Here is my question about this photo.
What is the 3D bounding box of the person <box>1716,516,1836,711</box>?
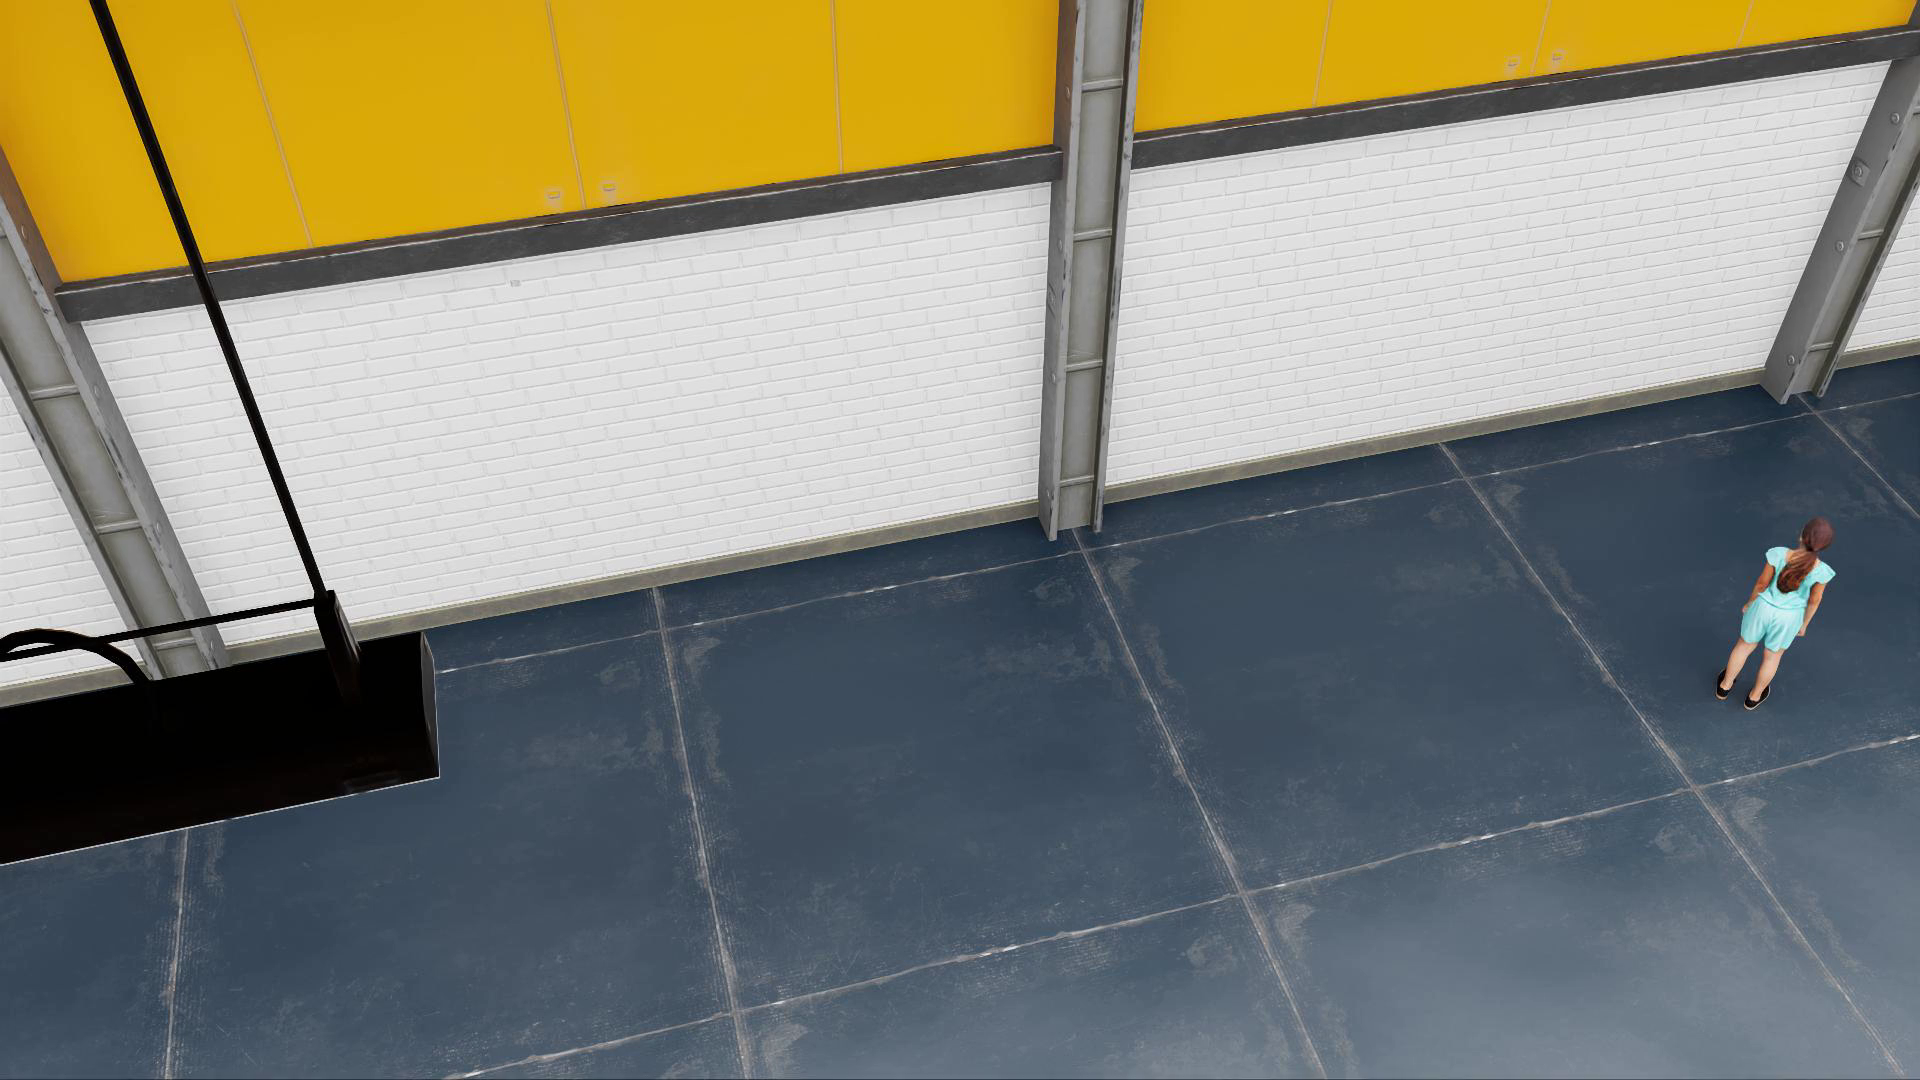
[{"bbox_3d":[5.074,0.441,10.327,0.646,1.557,0.698,25,49,24],"label":"person"}]
